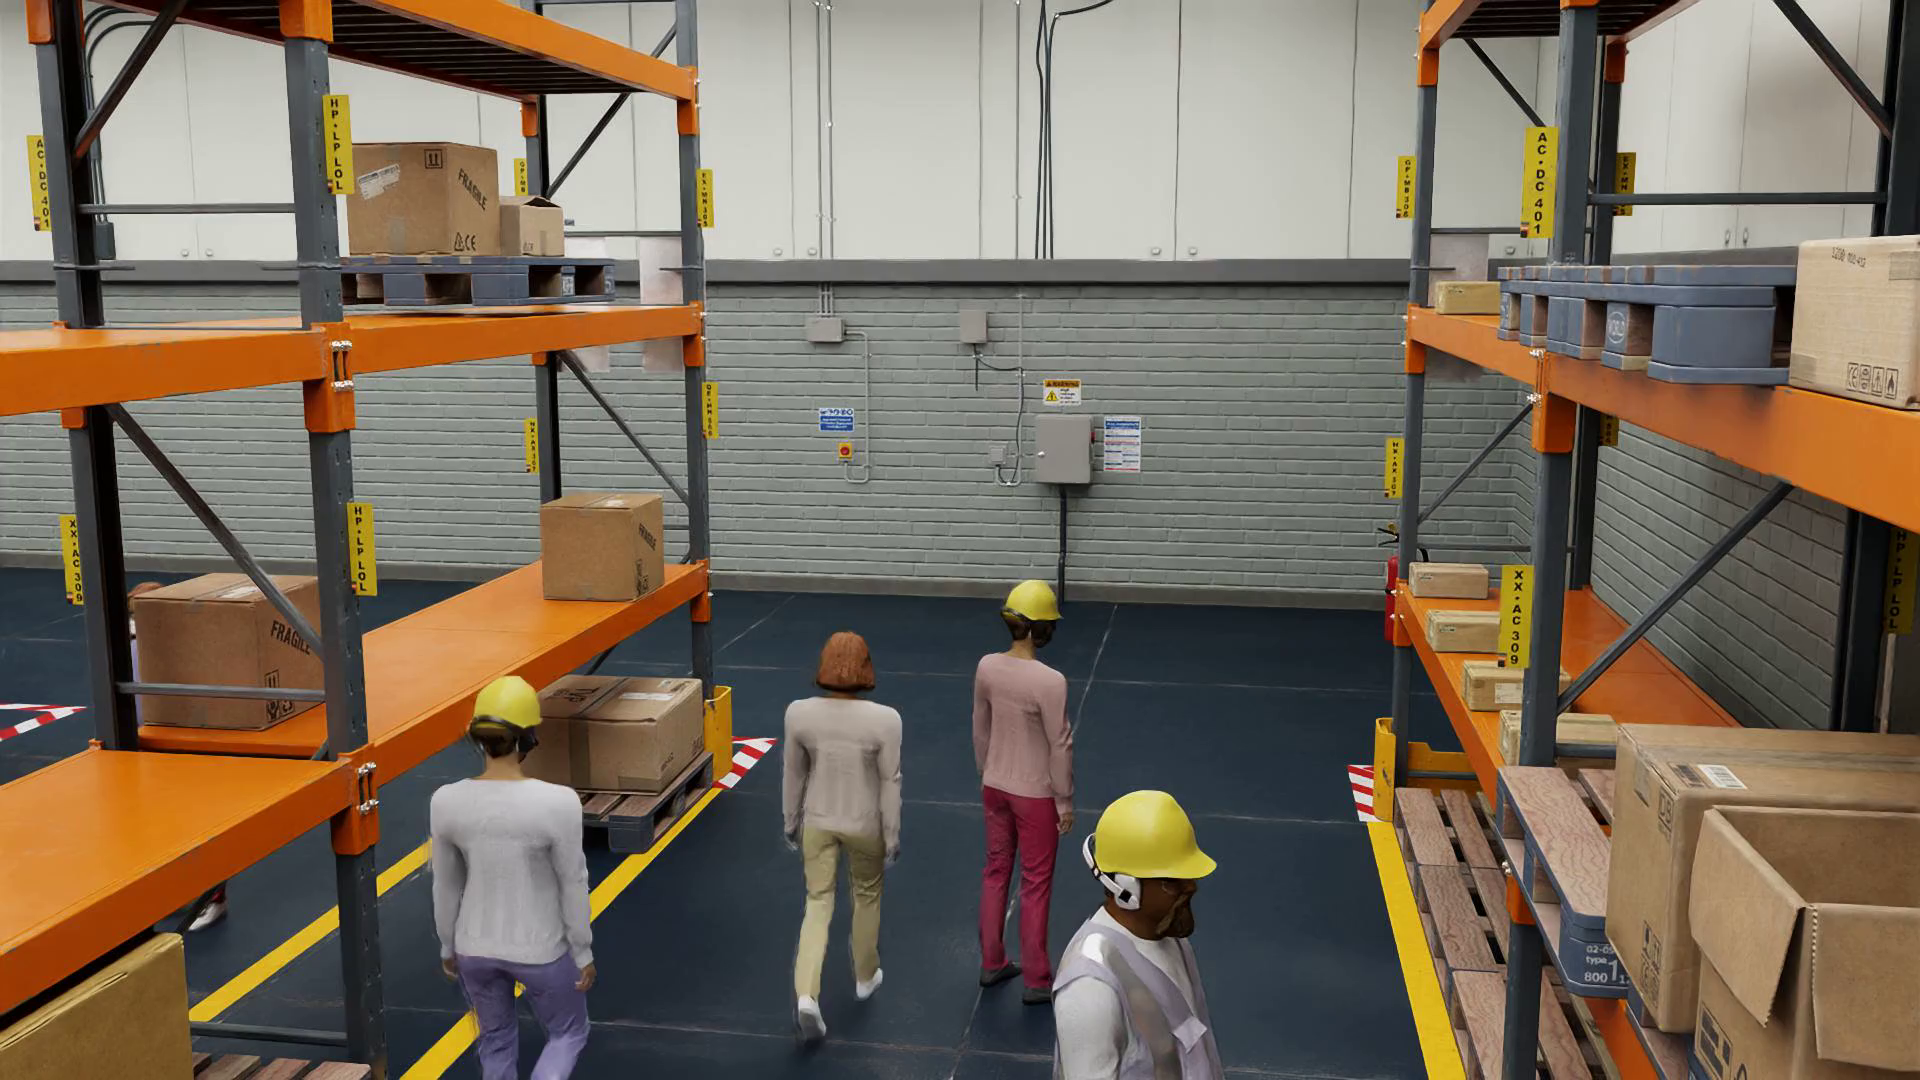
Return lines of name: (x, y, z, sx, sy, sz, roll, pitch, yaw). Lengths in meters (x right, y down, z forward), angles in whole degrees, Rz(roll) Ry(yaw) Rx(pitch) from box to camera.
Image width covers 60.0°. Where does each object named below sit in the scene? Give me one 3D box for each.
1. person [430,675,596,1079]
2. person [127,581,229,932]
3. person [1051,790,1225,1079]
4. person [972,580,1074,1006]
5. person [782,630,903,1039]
person: (-1.438, 1.301, 5.333, 0.546, 1.749, 0.407, 1, 9, 9)
person: (-3.637, 0.989, 7.674, 0.509, 1.626, 0.281, 4, 10, 23)
person: (0.430, 1.484, 3.978, 0.403, 1.834, 0.588, 3, 10, 21)
person: (0.283, 1.039, 6.941, 0.330, 1.765, 0.533, -8, 12, -42)
person: (-0.486, 1.162, 6.676, 0.508, 1.605, 0.757, 2, 9, 11)
